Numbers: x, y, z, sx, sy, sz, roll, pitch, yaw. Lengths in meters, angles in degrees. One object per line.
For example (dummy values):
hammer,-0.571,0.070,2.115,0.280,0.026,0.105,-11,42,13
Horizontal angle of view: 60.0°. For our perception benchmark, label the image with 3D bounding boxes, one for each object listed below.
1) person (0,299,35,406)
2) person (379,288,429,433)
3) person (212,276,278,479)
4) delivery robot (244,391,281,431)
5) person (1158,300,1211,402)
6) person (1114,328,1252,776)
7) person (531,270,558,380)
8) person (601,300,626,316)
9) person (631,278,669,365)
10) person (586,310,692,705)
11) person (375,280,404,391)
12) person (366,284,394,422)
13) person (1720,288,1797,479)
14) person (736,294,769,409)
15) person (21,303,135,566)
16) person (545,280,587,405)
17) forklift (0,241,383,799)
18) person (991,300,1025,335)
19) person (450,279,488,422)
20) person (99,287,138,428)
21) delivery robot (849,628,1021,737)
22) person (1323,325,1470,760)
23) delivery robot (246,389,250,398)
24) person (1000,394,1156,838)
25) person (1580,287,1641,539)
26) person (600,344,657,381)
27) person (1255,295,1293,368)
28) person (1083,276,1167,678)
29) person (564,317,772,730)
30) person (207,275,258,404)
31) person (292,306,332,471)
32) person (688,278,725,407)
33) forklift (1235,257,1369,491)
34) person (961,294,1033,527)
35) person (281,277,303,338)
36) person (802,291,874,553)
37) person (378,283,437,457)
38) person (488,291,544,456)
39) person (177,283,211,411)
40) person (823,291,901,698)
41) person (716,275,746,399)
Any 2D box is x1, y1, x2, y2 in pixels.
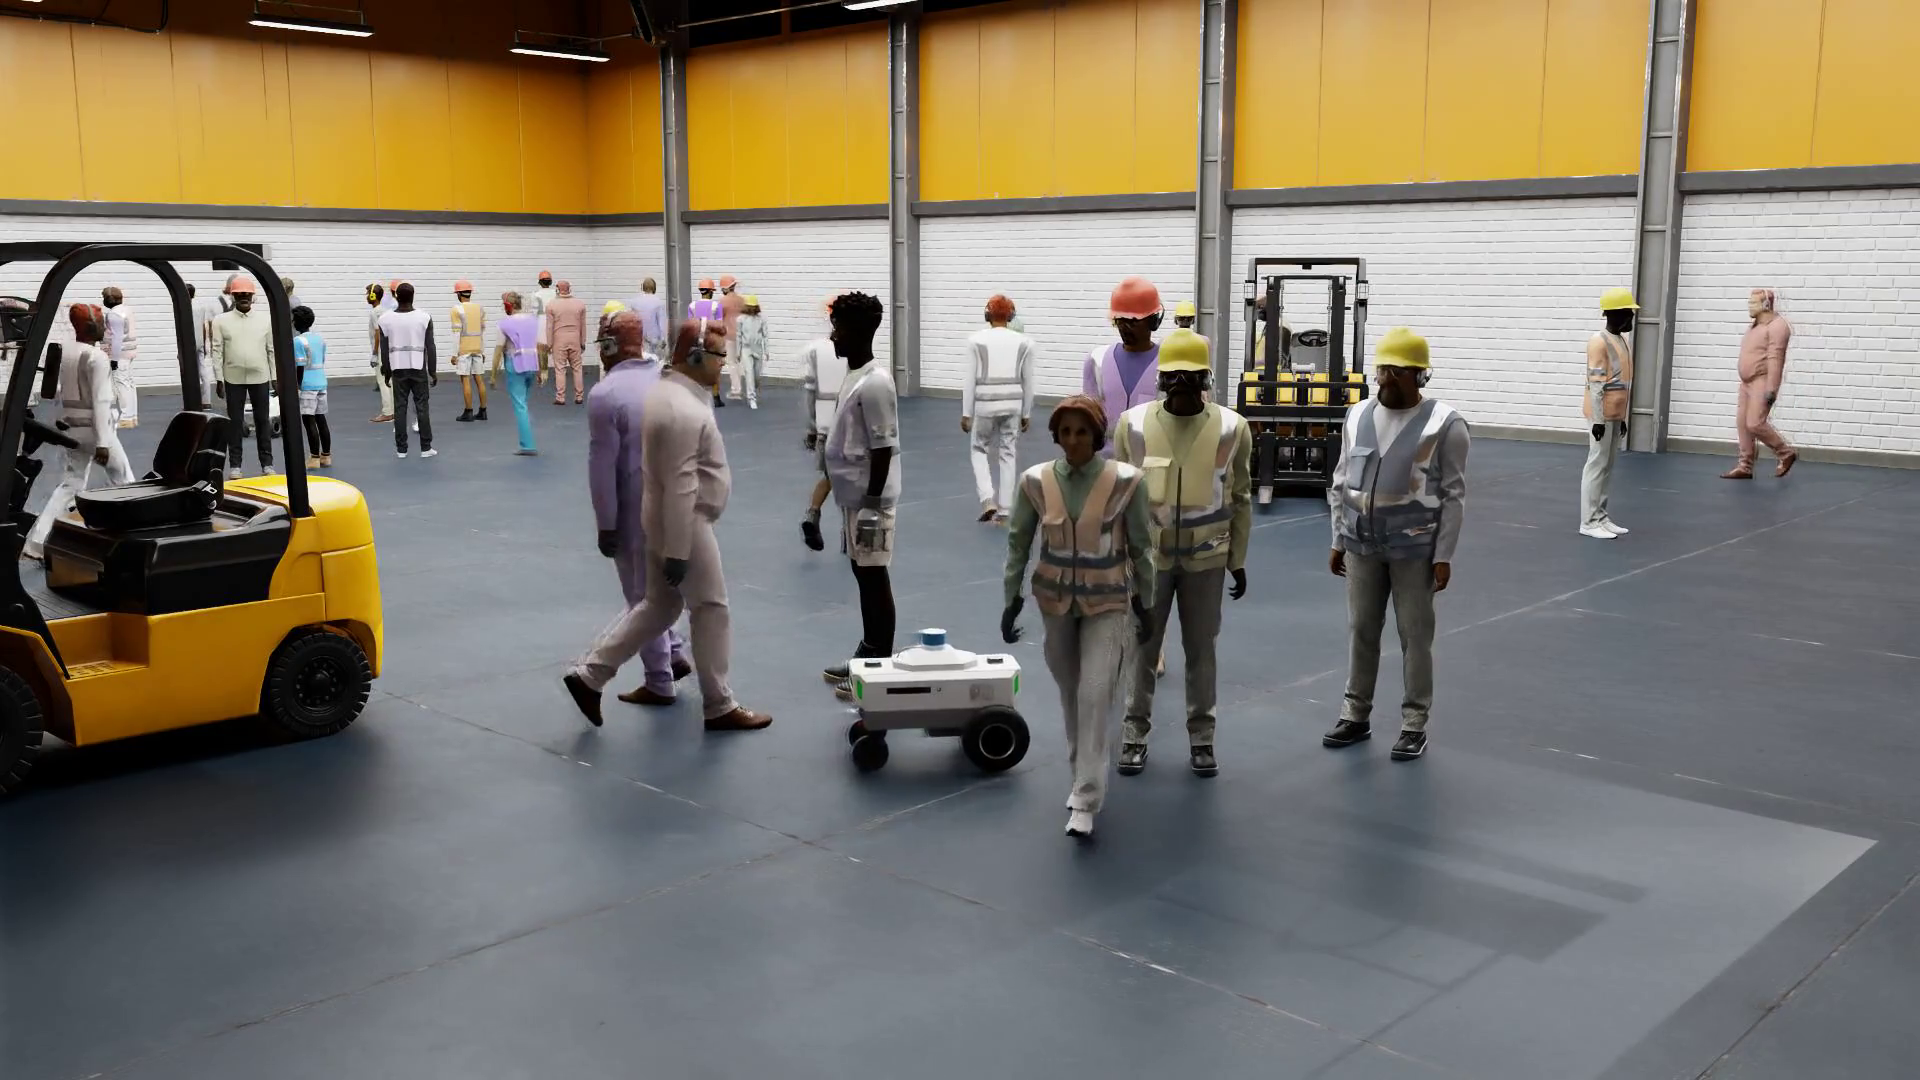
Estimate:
person,-14.089,-2.775,24.814,0.512,1.624,0.509,-9,13,-43
person,-6.958,-2.264,20.912,0.650,1.876,0.906,-3,10,-20
person,-7.055,-1.600,16.453,0.612,1.997,0.376,-5,11,-28
delivery robot,-8.548,-1.596,20.552,0.477,0.478,0.707,2,9,10
person,2.158,-1.430,16.125,0.530,1.768,0.312,1,9,6
person,0.890,0.056,6.800,0.586,1.835,0.404,1,9,7
person,-7.679,-3.986,30.940,0.605,2.045,0.383,-6,11,-32
person,-3.309,-1.423,16.082,0.311,1.768,0.531,1,9,8
person,-4.925,-3.232,26.655,0.642,1.924,0.568,3,10,20
person,-1.521,-0.145,7.937,0.481,1.879,0.655,5,11,30
person,-9.636,-3.446,28.144,0.729,1.888,0.464,8,12,40
person,-7.866,-2.528,22.535,0.331,1.872,0.513,0,9,0
person,7.842,-1.511,16.251,0.551,1.888,0.660,0,9,0
person,-3.125,-2.834,24.933,0.494,1.707,0.802,-4,10,-21
person,-6.134,-0.731,11.619,0.588,1.847,0.952,6,11,33
person,-6.023,-3.014,25.404,0.643,1.909,0.411,-6,11,-32
forklift,-3.706,-0.171,7.093,1.214,2.155,2.313,9,13,43
person,0.688,-2.651,24.033,0.511,1.637,0.326,2,9,12
person,-6.709,-2.578,22.641,0.375,1.933,0.550,6,11,35
person,-10.993,-2.381,21.728,0.429,1.839,0.633,-2,9,-12
delivery robot,-0.111,0.616,6.990,0.707,0.478,0.477,-1,9,-7
person,1.836,0.009,7.086,0.590,1.836,0.404,8,12,39
delivery robot,-10.597,-2.262,24.639,0.477,0.478,0.707,-1,9,-8
person,0.410,0.277,6.116,0.551,1.599,0.800,3,10,20
person,5.018,-0.980,12.859,0.361,1.930,0.589,7,12,37
person,-2.826,-1.057,14.280,0.511,1.624,0.391,-1,9,-7
person,3.389,-1.727,17.856,0.459,1.812,0.750,0,9,2
person,0.878,-0.310,8.440,0.605,2.033,0.392,4,10,21
person,-1.308,-0.044,7.325,0.843,1.868,0.704,-3,10,-16
person,-10.414,-2.858,24.038,0.693,2.000,1.018,0,9,-2
person,-6.708,-1.561,17.137,0.317,1.695,0.537,1,9,7
person,-3.790,-2.951,24.935,0.551,1.930,0.369,1,9,7
forklift,3.309,-1.629,16.029,1.214,2.155,2.313,2,9,11
person,0.299,-1.035,13.377,0.614,1.867,0.440,-2,10,-13
person,-10.348,-3.084,25.732,0.371,1.940,0.627,-8,12,-40
person,-0.881,-0.825,11.949,0.556,1.919,0.649,4,10,23
person,-6.058,-1.849,18.292,0.593,1.897,0.391,-1,9,-9
person,-4.940,-1.845,18.482,0.564,1.821,0.594,5,11,29
person,-11.191,-2.804,24.223,0.334,1.873,0.521,4,10,21
person,-0.472,-0.218,8.084,0.368,1.963,0.600,-2,9,-12
person,-3.692,-3.227,26.501,0.641,1.964,0.637,7,12,38
